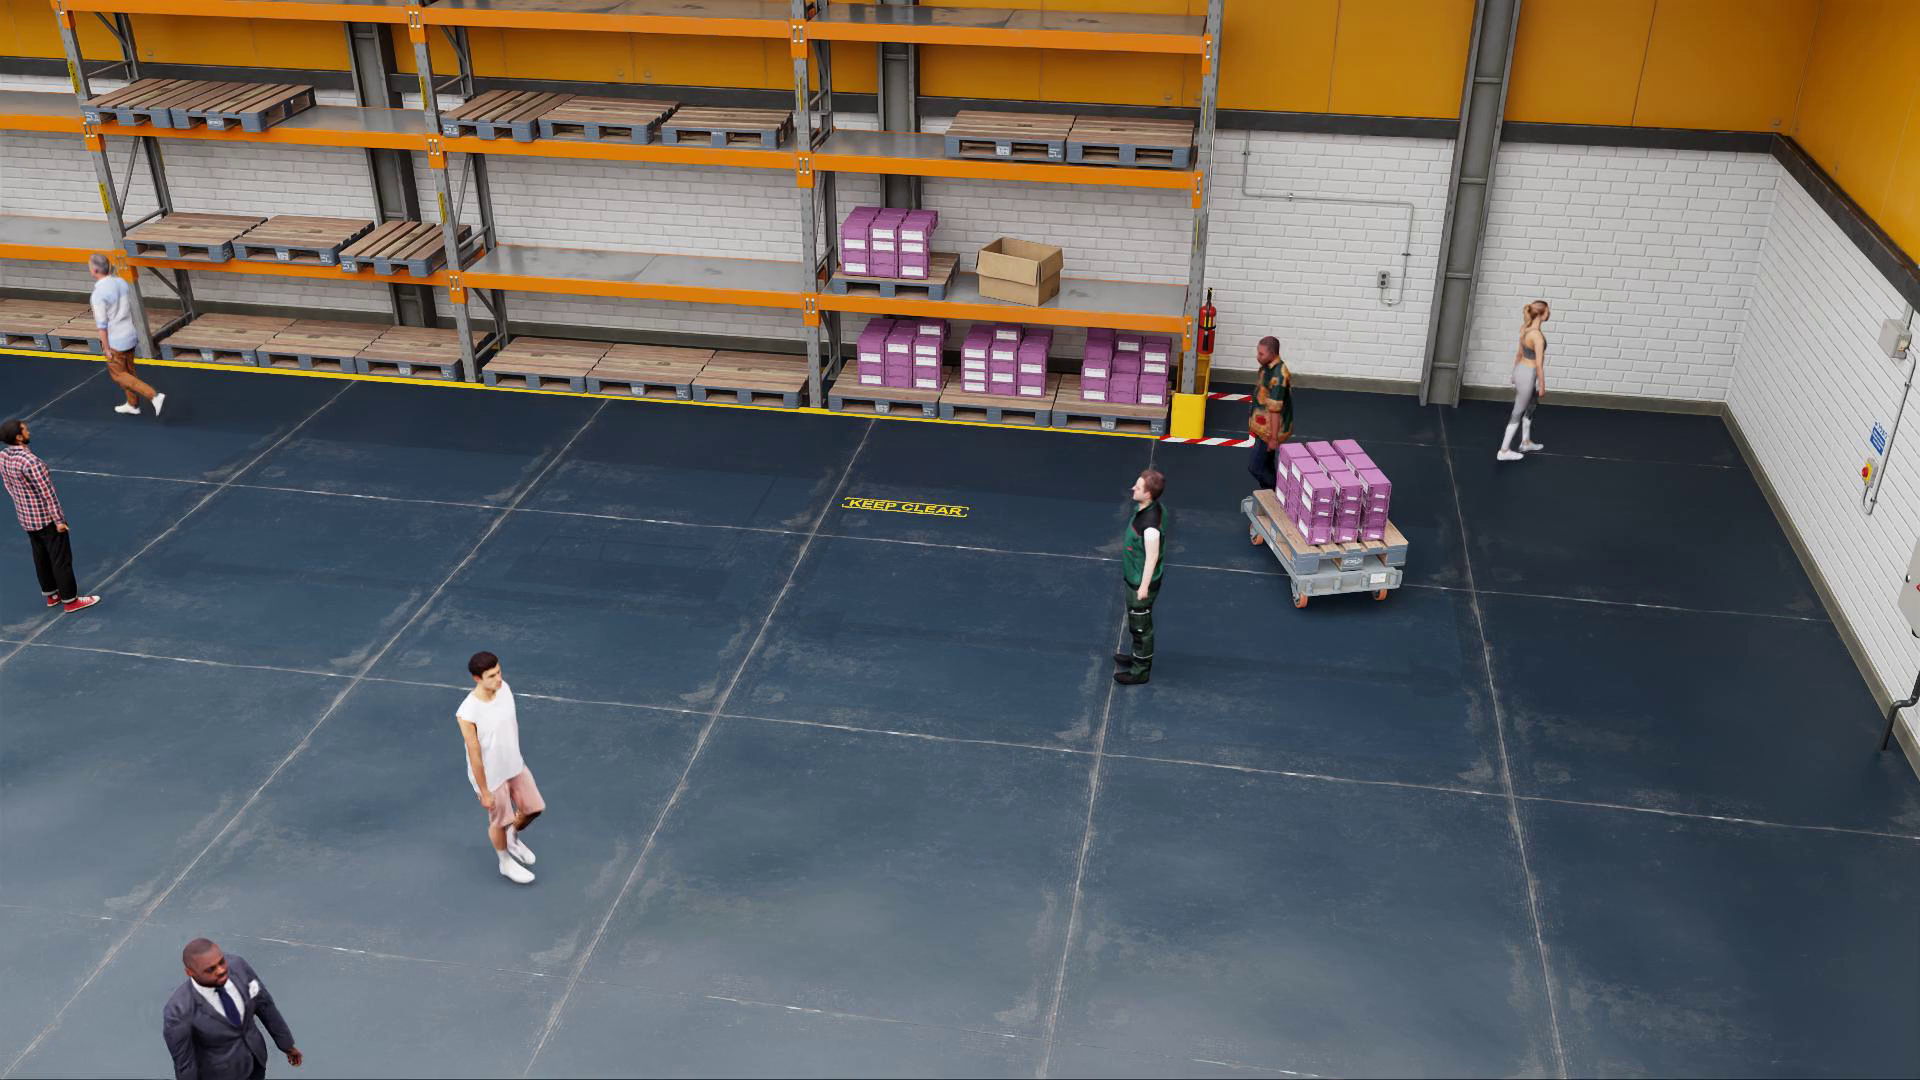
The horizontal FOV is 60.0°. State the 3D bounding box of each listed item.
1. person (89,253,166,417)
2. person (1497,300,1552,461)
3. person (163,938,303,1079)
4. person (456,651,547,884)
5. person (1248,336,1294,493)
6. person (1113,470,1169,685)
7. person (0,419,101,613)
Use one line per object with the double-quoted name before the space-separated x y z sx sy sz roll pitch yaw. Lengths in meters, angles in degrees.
"person" -8.769 -2.116 17.465 0.959 1.809 0.690 6 29 11
"person" 5.573 -1.582 16.610 0.839 1.691 0.718 -2 29 -4
"person" -3.814 2.735 8.594 1.165 1.789 0.809 9 30 16
"person" -3.089 1.483 10.903 0.790 1.775 0.750 15 32 25
"person" 2.974 -1.055 15.545 0.728 1.785 0.758 -1 29 -1
"person" 1.428 0.278 13.041 0.616 1.843 0.654 2 29 4
"person" -7.758 -0.216 14.032 0.649 1.761 0.815 14 31 23
